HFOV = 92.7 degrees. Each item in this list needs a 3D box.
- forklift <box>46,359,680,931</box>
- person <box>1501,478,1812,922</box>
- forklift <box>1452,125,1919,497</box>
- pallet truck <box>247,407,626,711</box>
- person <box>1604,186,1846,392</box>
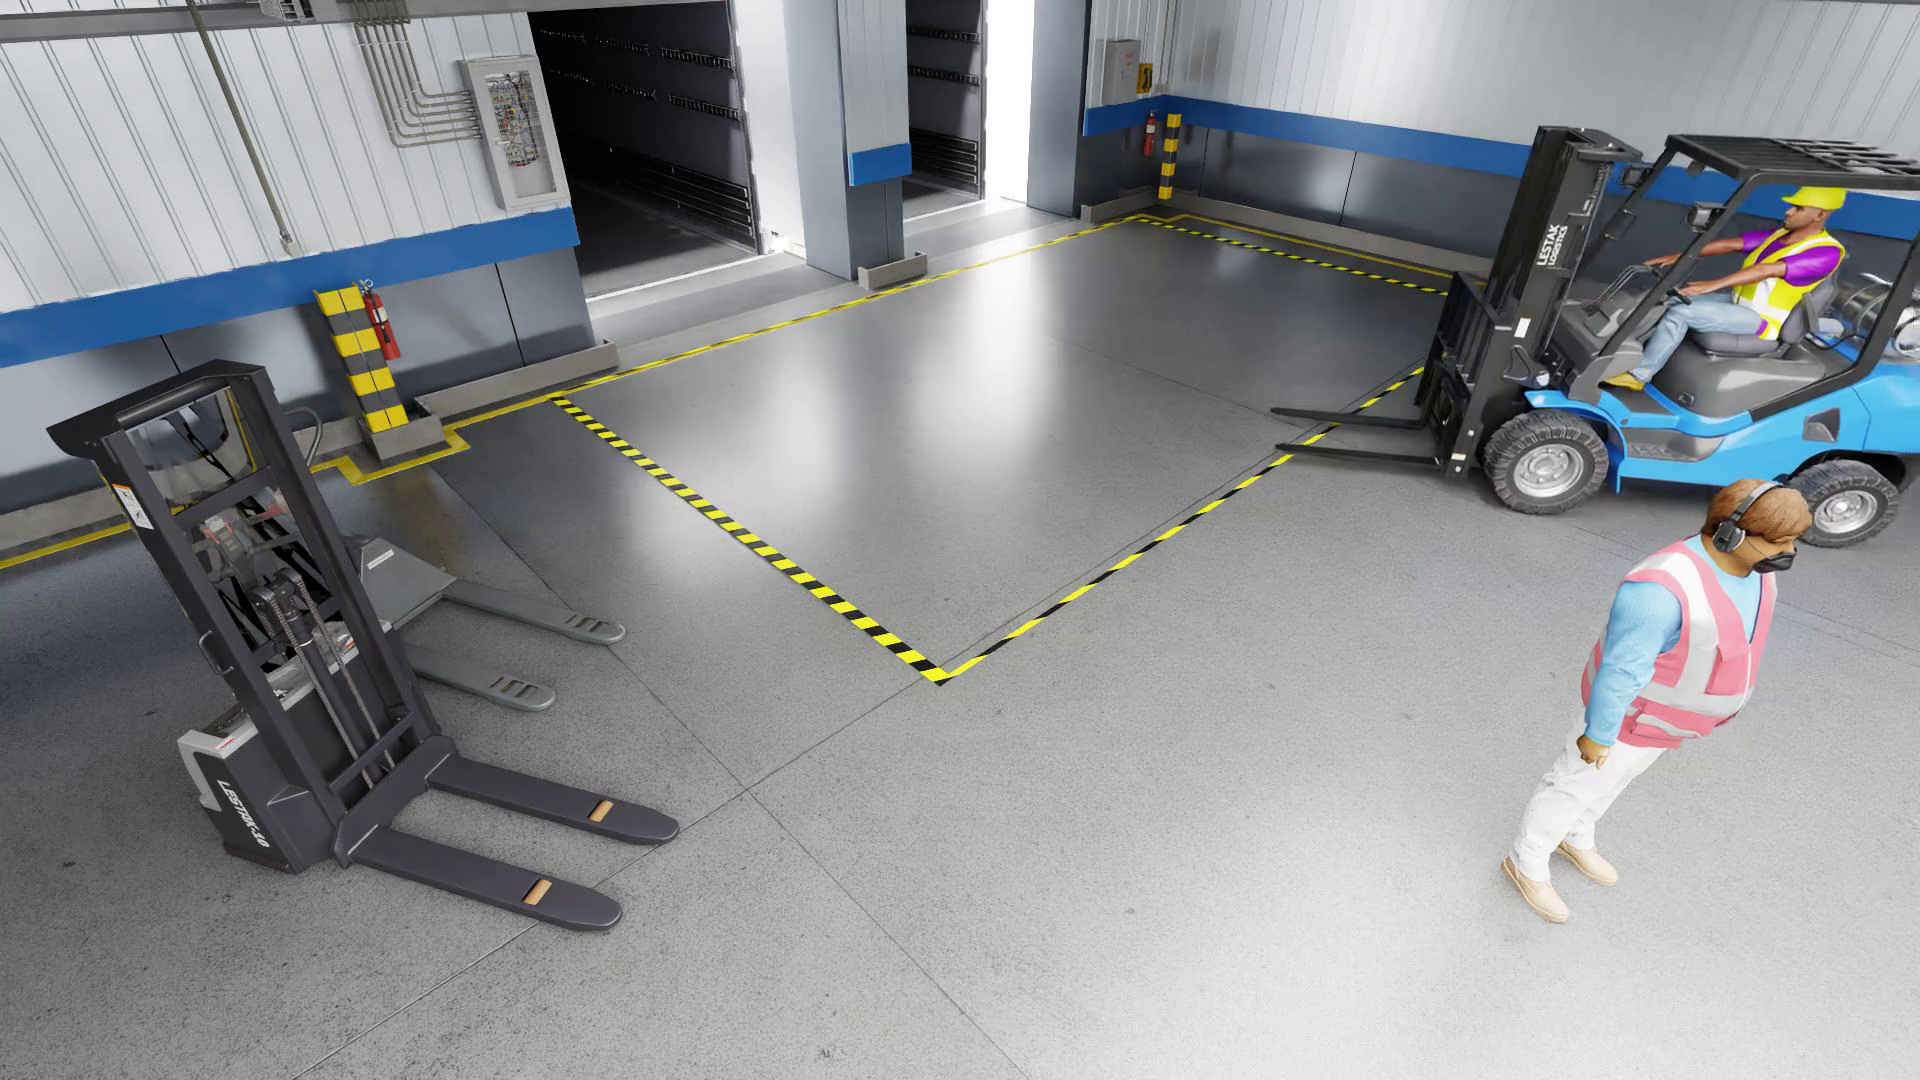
[{"bbox_3d":[-2.135,0.422,3.354,1.885,1.965,0.823,10,35,14],"label":"forklift"},{"bbox_3d":[2.424,0.599,3.230,0.620,1.844,0.429,-16,37,-22],"label":"person"},{"bbox_3d":[4.619,-1.377,5.682,2.680,2.036,1.157,7,35,10],"label":"forklift"},{"bbox_3d":[-2.628,0.038,4.590,1.601,1.201,0.680,12,36,18],"label":"pallet truck"},{"bbox_3d":[4.562,-1.543,5.594,1.004,1.294,0.635,7,35,10],"label":"person"}]
